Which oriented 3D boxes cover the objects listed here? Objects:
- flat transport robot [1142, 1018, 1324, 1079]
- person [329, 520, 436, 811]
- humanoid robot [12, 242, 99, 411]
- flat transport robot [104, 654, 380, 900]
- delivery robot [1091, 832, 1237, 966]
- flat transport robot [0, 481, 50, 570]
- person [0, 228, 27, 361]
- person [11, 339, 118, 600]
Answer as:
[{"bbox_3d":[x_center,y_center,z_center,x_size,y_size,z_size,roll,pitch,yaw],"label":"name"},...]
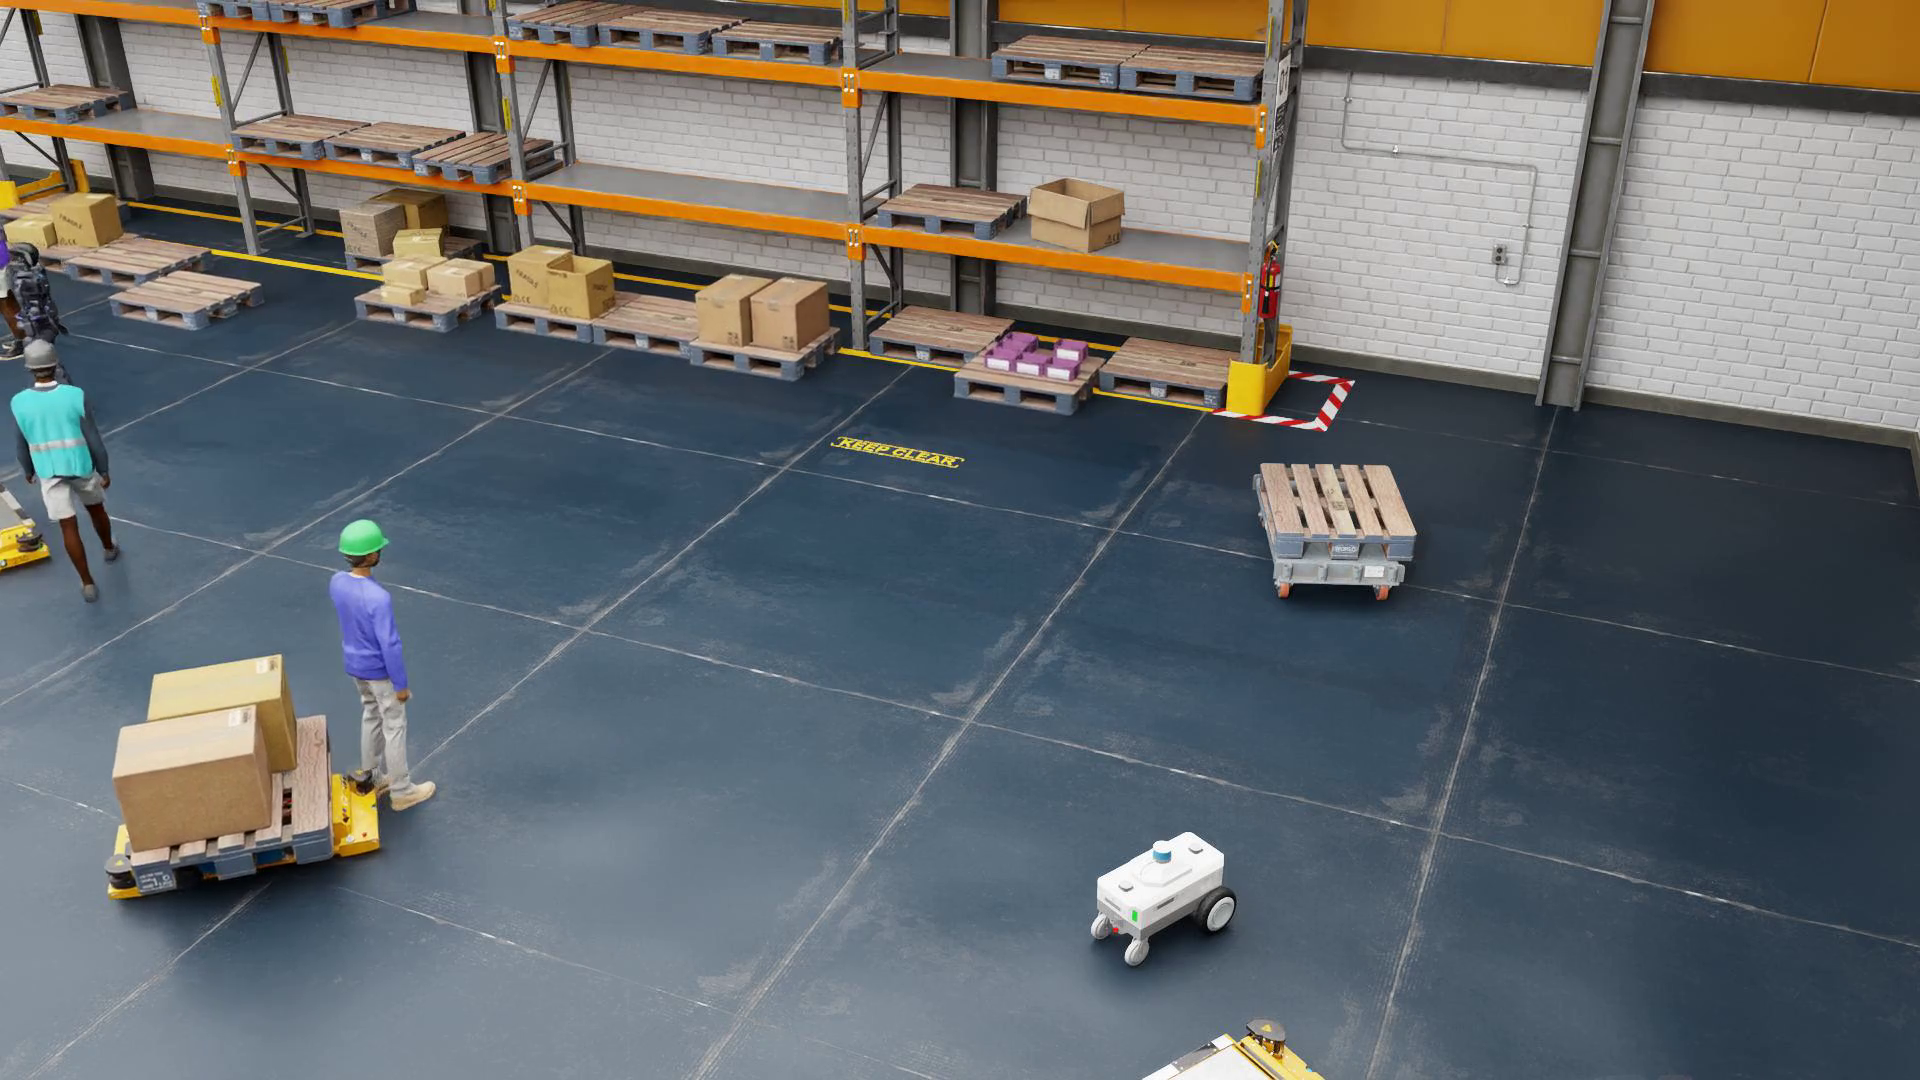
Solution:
[{"bbox_3d":[1.102,2.725,7.647,1.431,0.231,0.659,-17,32,-30],"label":"flat transport robot"},{"bbox_3d":[-3.415,0.739,9.769,0.465,1.863,0.388,16,31,28],"label":"person"},{"bbox_3d":[-8.453,-1.934,15.218,0.779,1.640,0.608,-2,27,-3],"label":"humanoid robot"},{"bbox_3d":[-4.142,1.687,9.660,1.431,0.231,0.659,-9,29,-17],"label":"flat transport robot"},{"bbox_3d":[1.079,1.883,8.954,0.774,0.581,0.499,-20,33,-33],"label":"delivery robot"},{"bbox_3d":[-7.745,-0.095,13.115,0.659,0.231,1.431,-22,34,-35],"label":"flat transport robot"},{"bbox_3d":[-9.613,-2.753,16.443,0.393,1.953,0.616,-10,29,-19],"label":"person"},{"bbox_3d":[-6.595,-0.563,12.253,0.573,1.895,0.941,-14,30,-25],"label":"person"}]
